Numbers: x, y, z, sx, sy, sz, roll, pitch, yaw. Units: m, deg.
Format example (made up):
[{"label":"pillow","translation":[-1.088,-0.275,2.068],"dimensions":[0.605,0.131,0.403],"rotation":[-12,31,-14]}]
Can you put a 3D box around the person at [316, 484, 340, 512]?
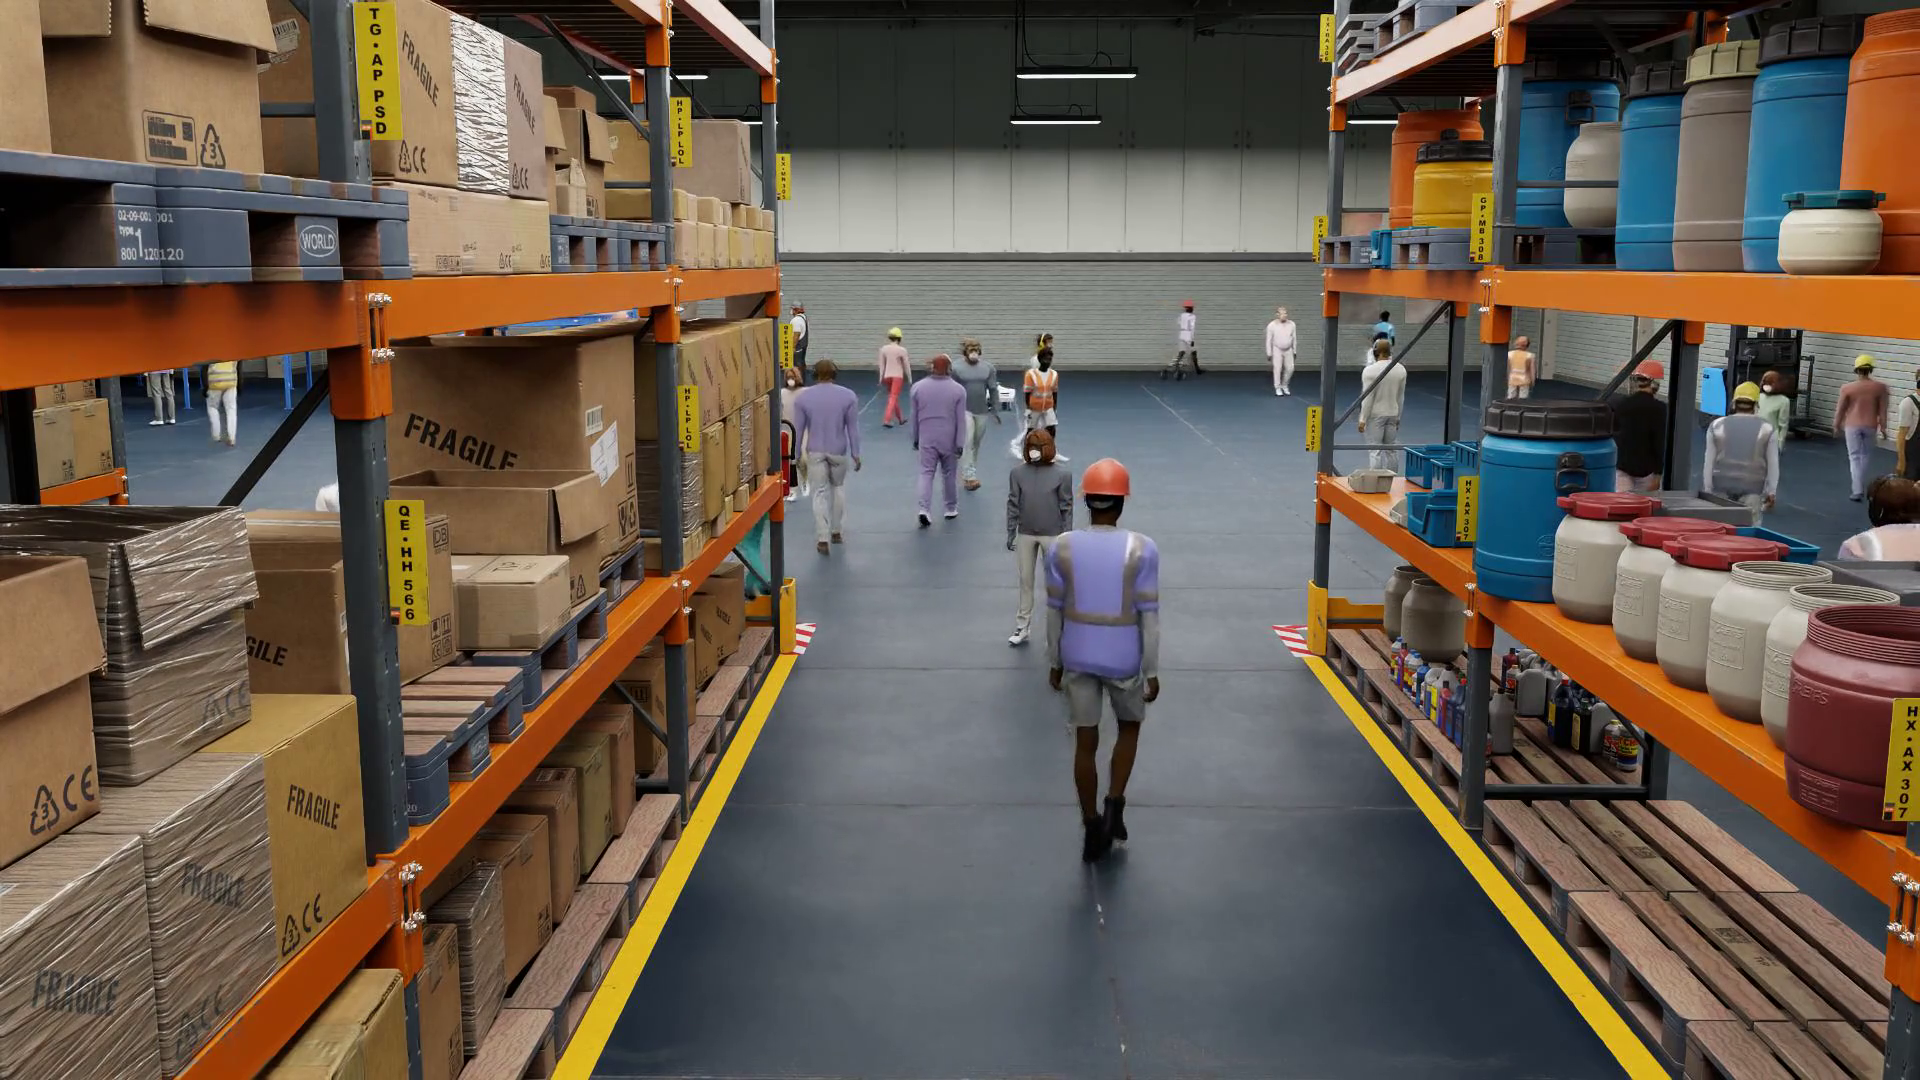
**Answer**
[{"label":"person","translation":[-3.552,0.290,9.969],"dimensions":[0.579,1.833,1.004],"rotation":[-1,9,-3]}]

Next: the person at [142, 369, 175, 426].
[{"label":"person","translation":[-14.111,-2.980,29.240],"dimensions":[0.381,1.923,0.591],"rotation":[5,11,30]}]

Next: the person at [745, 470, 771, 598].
[{"label":"person","translation":[-1.718,-0.327,13.896],"dimensions":[0.520,1.743,0.771],"rotation":[-6,11,-33]}]

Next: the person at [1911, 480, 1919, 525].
[{"label":"person","translation":[5.455,0.457,9.504],"dimensions":[0.516,1.640,0.314],"rotation":[1,10,6]}]

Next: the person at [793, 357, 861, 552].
[{"label":"person","translation":[-1.350,-0.875,16.686],"dimensions":[0.672,1.902,0.891],"rotation":[-2,10,-10]}]

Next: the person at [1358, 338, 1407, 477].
[{"label":"person","translation":[5.110,-1.475,20.199],"dimensions":[0.627,1.935,0.371],"rotation":[-5,10,-25]}]

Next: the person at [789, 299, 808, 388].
[{"label":"person","translation":[-3.635,-4.280,36.808],"dimensions":[0.537,2.000,0.687],"rotation":[2,10,10]}]

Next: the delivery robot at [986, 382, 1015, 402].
[{"label":"delivery robot","translation":[0.706,-2.822,32.240],"dimensions":[0.707,0.478,0.477],"rotation":[-3,10,-15]}]

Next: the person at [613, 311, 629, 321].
[{"label":"person","translation":[-5.855,-2.912,28.550],"dimensions":[0.605,2.020,0.573],"rotation":[9,13,43]}]

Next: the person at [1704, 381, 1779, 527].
[{"label":"person","translation":[6.838,-0.481,14.588],"dimensions":[0.609,1.814,0.515],"rotation":[5,11,29]}]

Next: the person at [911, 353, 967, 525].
[{"label":"person","translation":[-0.240,-1.121,18.276],"dimensions":[0.636,1.870,0.956],"rotation":[1,10,7]}]

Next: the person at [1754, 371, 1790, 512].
[{"label":"person","translation":[9.256,-1.132,19.056],"dimensions":[0.404,1.620,0.526],"rotation":[-5,11,-27]}]

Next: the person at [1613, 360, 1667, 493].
[{"label":"person","translation":[6.340,-0.687,15.396],"dimensions":[0.958,1.947,0.630],"rotation":[-7,12,-35]}]

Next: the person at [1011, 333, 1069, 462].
[{"label":"person","translation":[1.162,-2.057,23.952],"dimensions":[0.785,1.849,0.542],"rotation":[4,10,22]}]

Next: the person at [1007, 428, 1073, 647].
[{"label":"person","translation":[0.591,-0.025,12.410],"dimensions":[0.507,1.631,0.266],"rotation":[3,10,20]}]

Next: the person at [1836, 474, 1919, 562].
[{"label":"person","translation":[4.599,0.588,8.207],"dimensions":[0.635,1.822,0.765],"rotation":[-1,10,-9]}]

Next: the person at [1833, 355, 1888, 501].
[{"label":"person","translation":[10.839,-1.365,20.093],"dimensions":[0.555,1.733,0.799],"rotation":[2,10,11]}]

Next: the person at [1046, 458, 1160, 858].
[{"label":"person","translation":[0.695,0.562,8.034],"dimensions":[0.574,1.919,0.454],"rotation":[3,10,16]}]

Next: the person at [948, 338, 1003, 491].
[{"label":"person","translation":[0.199,-1.559,20.797],"dimensions":[0.649,1.891,0.991],"rotation":[-3,10,-18]}]

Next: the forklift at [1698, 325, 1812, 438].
[{"label":"forklift","translation":[13.248,-3.165,27.620],"dimensions":[1.129,2.768,1.873],"rotation":[0,9,1]}]

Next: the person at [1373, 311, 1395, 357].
[{"label":"person","translation":[10.237,-4.662,40.028],"dimensions":[0.553,1.671,0.683],"rotation":[5,11,29]}]

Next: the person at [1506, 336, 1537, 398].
[{"label":"person","translation":[9.436,-2.626,28.007],"dimensions":[0.537,1.625,0.373],"rotation":[6,11,34]}]

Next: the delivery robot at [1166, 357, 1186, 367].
[{"label":"delivery robot","translation":[5.280,-4.368,40.721],"dimensions":[0.335,0.223,0.698],"rotation":[6,12,34]}]

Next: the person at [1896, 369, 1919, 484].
[{"label":"person","translation":[9.502,-0.811,16.516],"dimensions":[0.505,1.840,0.336],"rotation":[-4,10,-25]}]

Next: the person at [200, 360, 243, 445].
[{"label":"person","translation":[-11.653,-2.421,26.206],"dimensions":[0.649,1.817,0.704],"rotation":[-8,12,-38]}]

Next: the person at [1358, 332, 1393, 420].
[{"label":"person","translation":[7.297,-2.828,29.125],"dimensions":[0.538,1.663,0.828],"rotation":[-4,10,-23]}]

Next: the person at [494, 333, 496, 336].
[{"label":"person","translation":[-7.036,-2.223,24.994],"dimensions":[0.587,1.842,0.984],"rotation":[3,10,15]}]

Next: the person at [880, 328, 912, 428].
[{"label":"person","translation":[-1.124,-2.826,28.942],"dimensions":[0.545,1.714,0.928],"rotation":[5,11,29]}]

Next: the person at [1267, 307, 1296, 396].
[{"label":"person","translation":[6.907,-4.034,35.642],"dimensions":[0.684,1.890,0.436],"rotation":[-1,10,-8]}]

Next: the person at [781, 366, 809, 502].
[{"label":"person","translation":[-1.993,-1.271,19.917],"dimensions":[0.515,1.620,0.334],"rotation":[1,10,4]}]

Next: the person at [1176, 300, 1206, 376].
[{"label":"person","translation":[5.805,-5.079,41.905],"dimensions":[0.963,1.889,0.593],"rotation":[-7,12,-37]}]

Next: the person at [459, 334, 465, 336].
[{"label":"person","translation":[-8.820,-3.080,30.103],"dimensions":[0.568,1.835,0.398],"rotation":[0,9,1]}]

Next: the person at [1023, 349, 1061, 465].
[{"label":"person","translation":[1.111,-1.816,23.046],"dimensions":[0.544,1.668,0.583],"rotation":[-4,10,-20]}]
